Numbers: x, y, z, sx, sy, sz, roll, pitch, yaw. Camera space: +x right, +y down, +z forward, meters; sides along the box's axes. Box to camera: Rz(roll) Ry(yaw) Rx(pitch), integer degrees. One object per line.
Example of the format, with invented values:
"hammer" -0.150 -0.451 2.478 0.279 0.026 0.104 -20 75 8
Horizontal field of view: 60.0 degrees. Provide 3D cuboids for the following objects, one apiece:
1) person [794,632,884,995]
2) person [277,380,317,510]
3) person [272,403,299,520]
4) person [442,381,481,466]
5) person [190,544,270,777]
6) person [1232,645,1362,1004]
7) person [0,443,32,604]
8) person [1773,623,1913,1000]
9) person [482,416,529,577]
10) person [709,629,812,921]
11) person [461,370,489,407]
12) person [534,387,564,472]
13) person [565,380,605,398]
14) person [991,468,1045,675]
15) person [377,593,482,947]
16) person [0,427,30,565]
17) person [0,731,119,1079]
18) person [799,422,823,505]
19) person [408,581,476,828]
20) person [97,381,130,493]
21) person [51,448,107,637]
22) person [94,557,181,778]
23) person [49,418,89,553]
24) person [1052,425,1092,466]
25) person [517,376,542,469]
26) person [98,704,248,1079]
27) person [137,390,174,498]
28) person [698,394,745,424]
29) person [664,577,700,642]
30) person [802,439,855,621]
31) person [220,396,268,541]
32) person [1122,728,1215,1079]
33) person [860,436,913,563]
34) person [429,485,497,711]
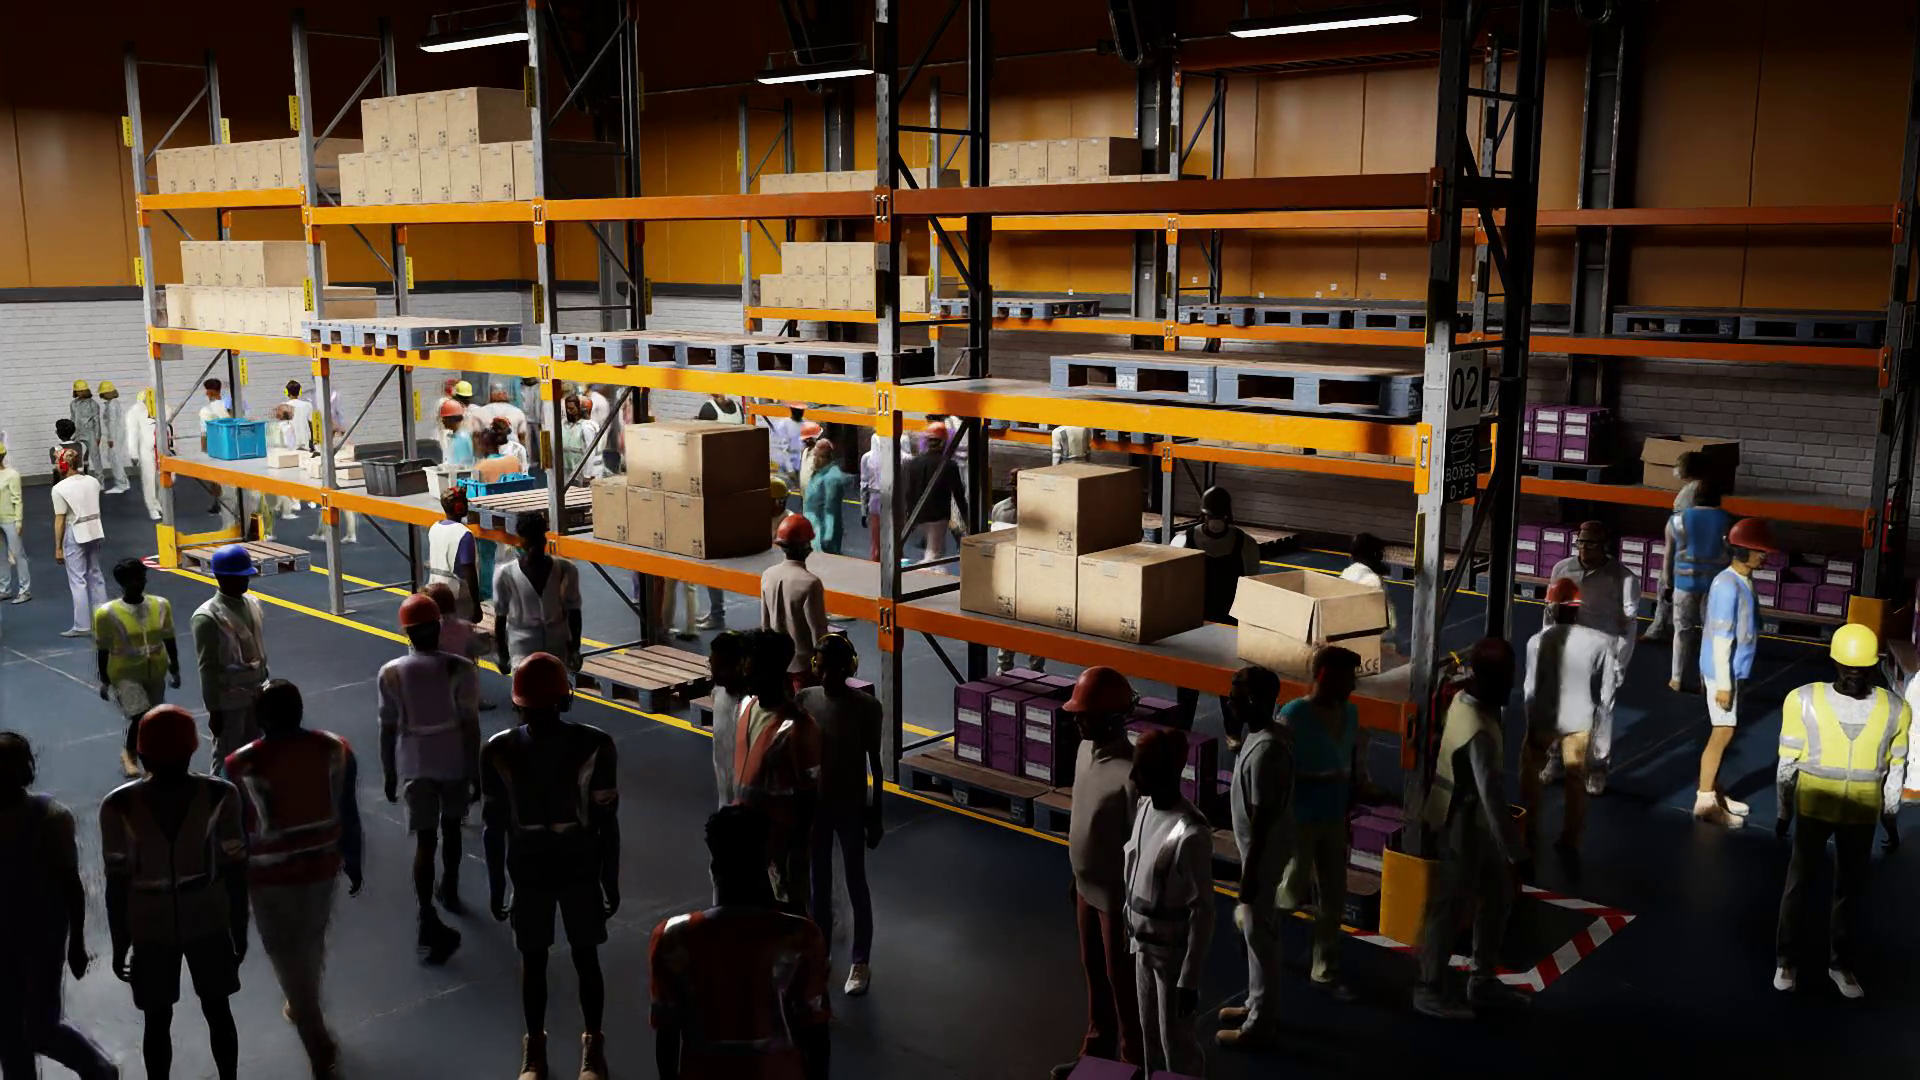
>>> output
"person" -0.634 1.373 8.450 0.510 1.860 0.333 4 11 19
"person" -9.526 -1.366 23.900 0.526 1.869 0.315 -8 13 -39
"person" -9.308 -1.082 22.994 0.557 1.617 0.364 10 14 44
"person" -6.847 -1.241 23.032 0.587 1.927 0.365 -7 12 -33
"person" -4.511 0.982 10.402 0.394 1.945 0.618 1 10 8
"person" 1.738 1.403 8.441 0.578 1.812 0.692 -7 12 -35
"person" -10.134 -0.194 17.592 0.524 1.759 0.338 3 10 15
"person" 4.416 1.355 8.351 0.589 1.927 0.388 3 10 15
"person" -5.140 -0.463 18.750 0.584 1.883 0.345 4 11 19
"person" -1.060 1.346 8.674 0.521 1.841 0.793 10 14 44
"person" -8.953 -2.577 30.679 0.673 1.900 0.395 6 12 30
"person" -6.817 -1.998 27.827 0.563 1.742 0.339 2 10 11
"person" -6.407 -2.251 28.420 0.670 2.000 0.700 8 13 38
"person" 0.507 0.332 14.195 0.641 1.908 0.407 5 11 28
"person" -2.905 1.248 9.130 0.549 1.882 0.964 -2 10 -12
"person" -11.346 -0.670 19.610 0.448 1.992 0.643 0 10 0
"person" -3.895 1.663 6.908 0.536 1.832 0.464 2 10 11
"person" -1.721 -0.520 19.467 0.337 1.742 0.562 -7 12 -34
"person" -3.333 1.076 10.772 0.419 1.621 0.545 7 12 34
"person" -13.001 -1.579 25.512 0.337 1.723 0.496 -4 11 -24
"person" -8.517 0.026 16.114 0.394 1.838 0.560 2 10 12
"person" -5.739 0.920 11.579 0.857 1.666 0.539 7 12 36
"person" -10.817 -0.632 20.237 0.319 1.696 0.532 3 11 19
"person" 1.357 -0.808 20.576 0.585 1.928 0.369 -7 12 -34
"person" -7.264 -2.054 28.185 0.493 1.730 0.324 0 10 0
"person" -3.239 1.611 6.907 0.546 1.928 0.379 -4 11 -23
"person" -11.653 -1.335 24.119 0.569 1.731 0.678 1 10 7
"person" -3.174 -1.243 22.718 0.576 2.000 0.711 9 14 42
"person" -2.695 0.103 16.101 0.616 1.689 0.768 -5 11 -26
"person" -1.474 -0.097 16.782 0.758 1.854 0.687 -3 11 -18
"person" -9.028 -0.864 20.904 0.650 1.923 0.595 0 10 0
"person" 0.829 1.664 6.721 0.337 1.882 0.585 -3 10 -16
"person" -0.779 -0.327 17.860 0.587 1.928 0.363 0 10 -2
"person" -4.085 0.482 13.505 0.565 1.849 0.389 9 13 40
